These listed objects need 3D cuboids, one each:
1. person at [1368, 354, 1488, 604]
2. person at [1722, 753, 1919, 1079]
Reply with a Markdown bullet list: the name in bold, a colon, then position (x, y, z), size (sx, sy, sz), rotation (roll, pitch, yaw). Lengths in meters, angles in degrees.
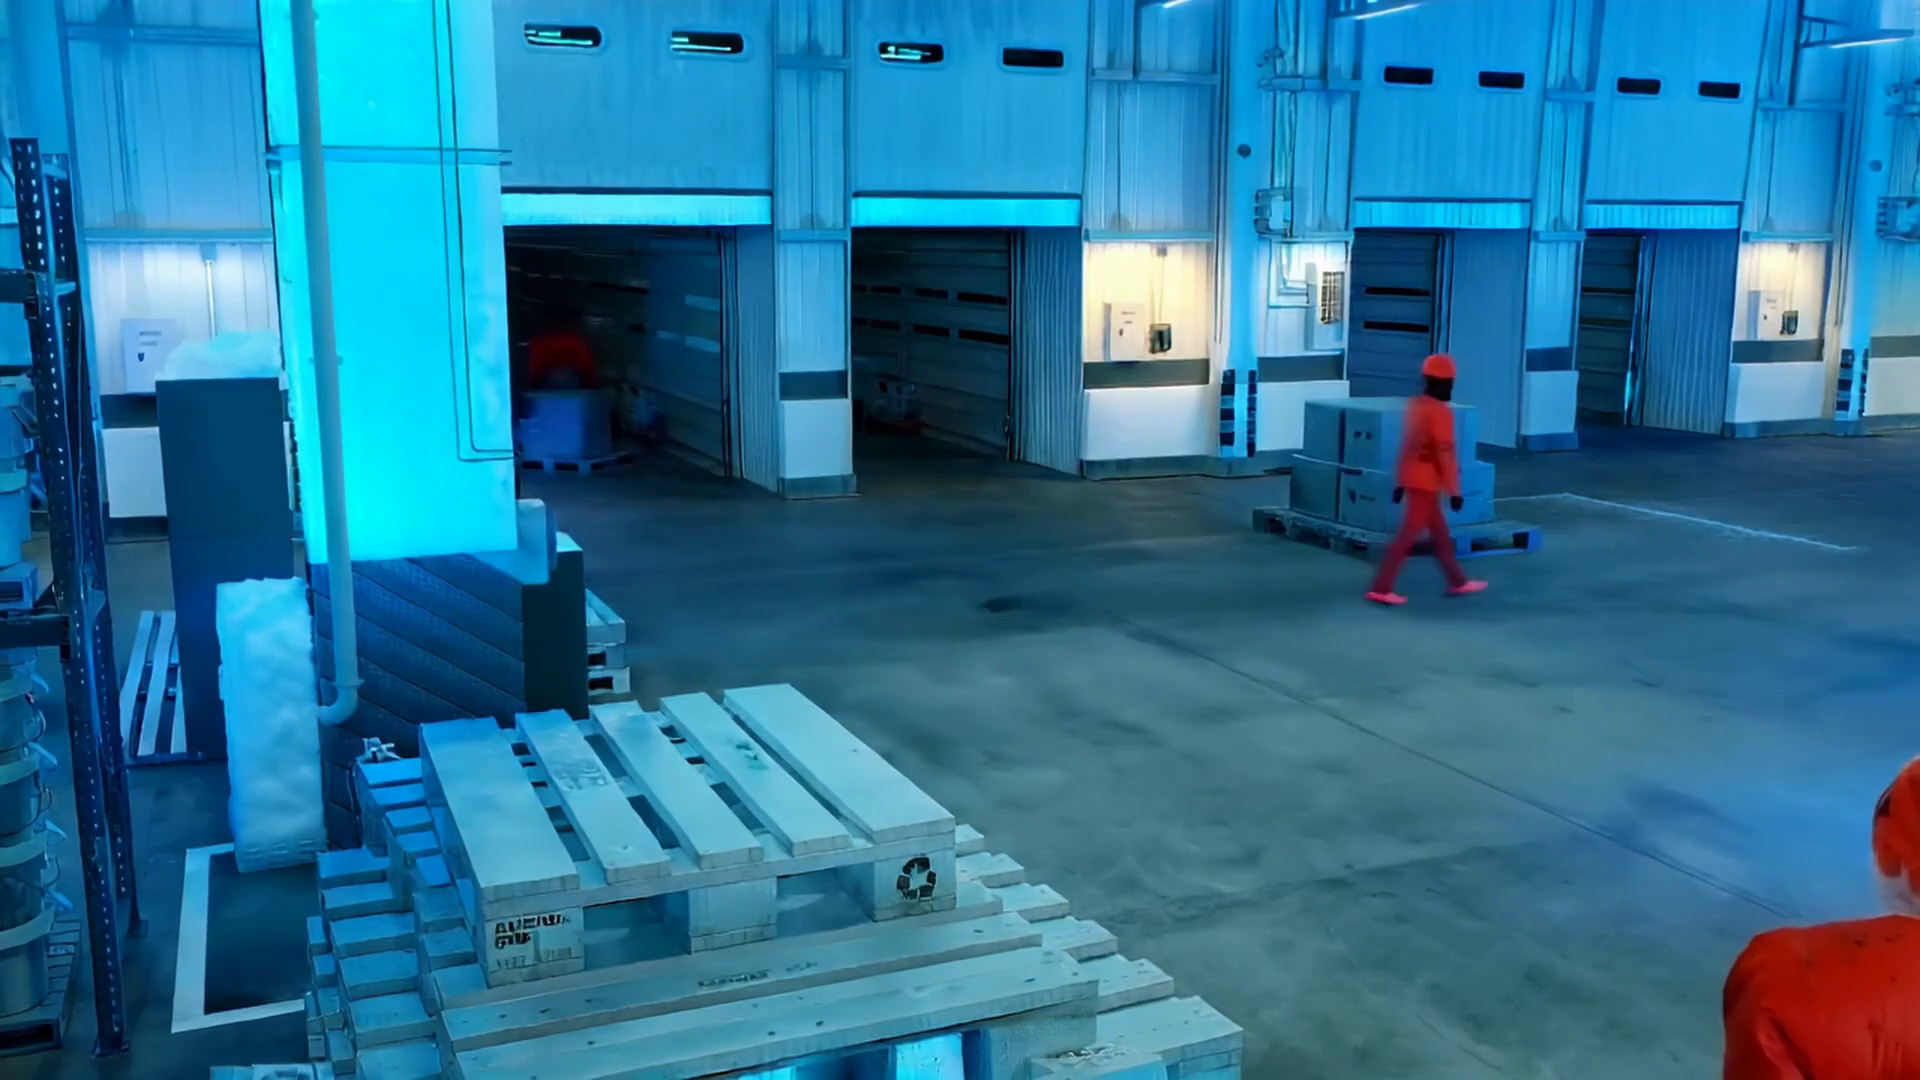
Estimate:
- **person**: position (3.521, -0.447, 12.417), size (1.017, 1.871, 0.607), rotation (-2, 11, -12)
- **person**: position (1.552, 1.284, 2.720), size (0.627, 1.936, 0.373), rotation (6, 12, 28)
